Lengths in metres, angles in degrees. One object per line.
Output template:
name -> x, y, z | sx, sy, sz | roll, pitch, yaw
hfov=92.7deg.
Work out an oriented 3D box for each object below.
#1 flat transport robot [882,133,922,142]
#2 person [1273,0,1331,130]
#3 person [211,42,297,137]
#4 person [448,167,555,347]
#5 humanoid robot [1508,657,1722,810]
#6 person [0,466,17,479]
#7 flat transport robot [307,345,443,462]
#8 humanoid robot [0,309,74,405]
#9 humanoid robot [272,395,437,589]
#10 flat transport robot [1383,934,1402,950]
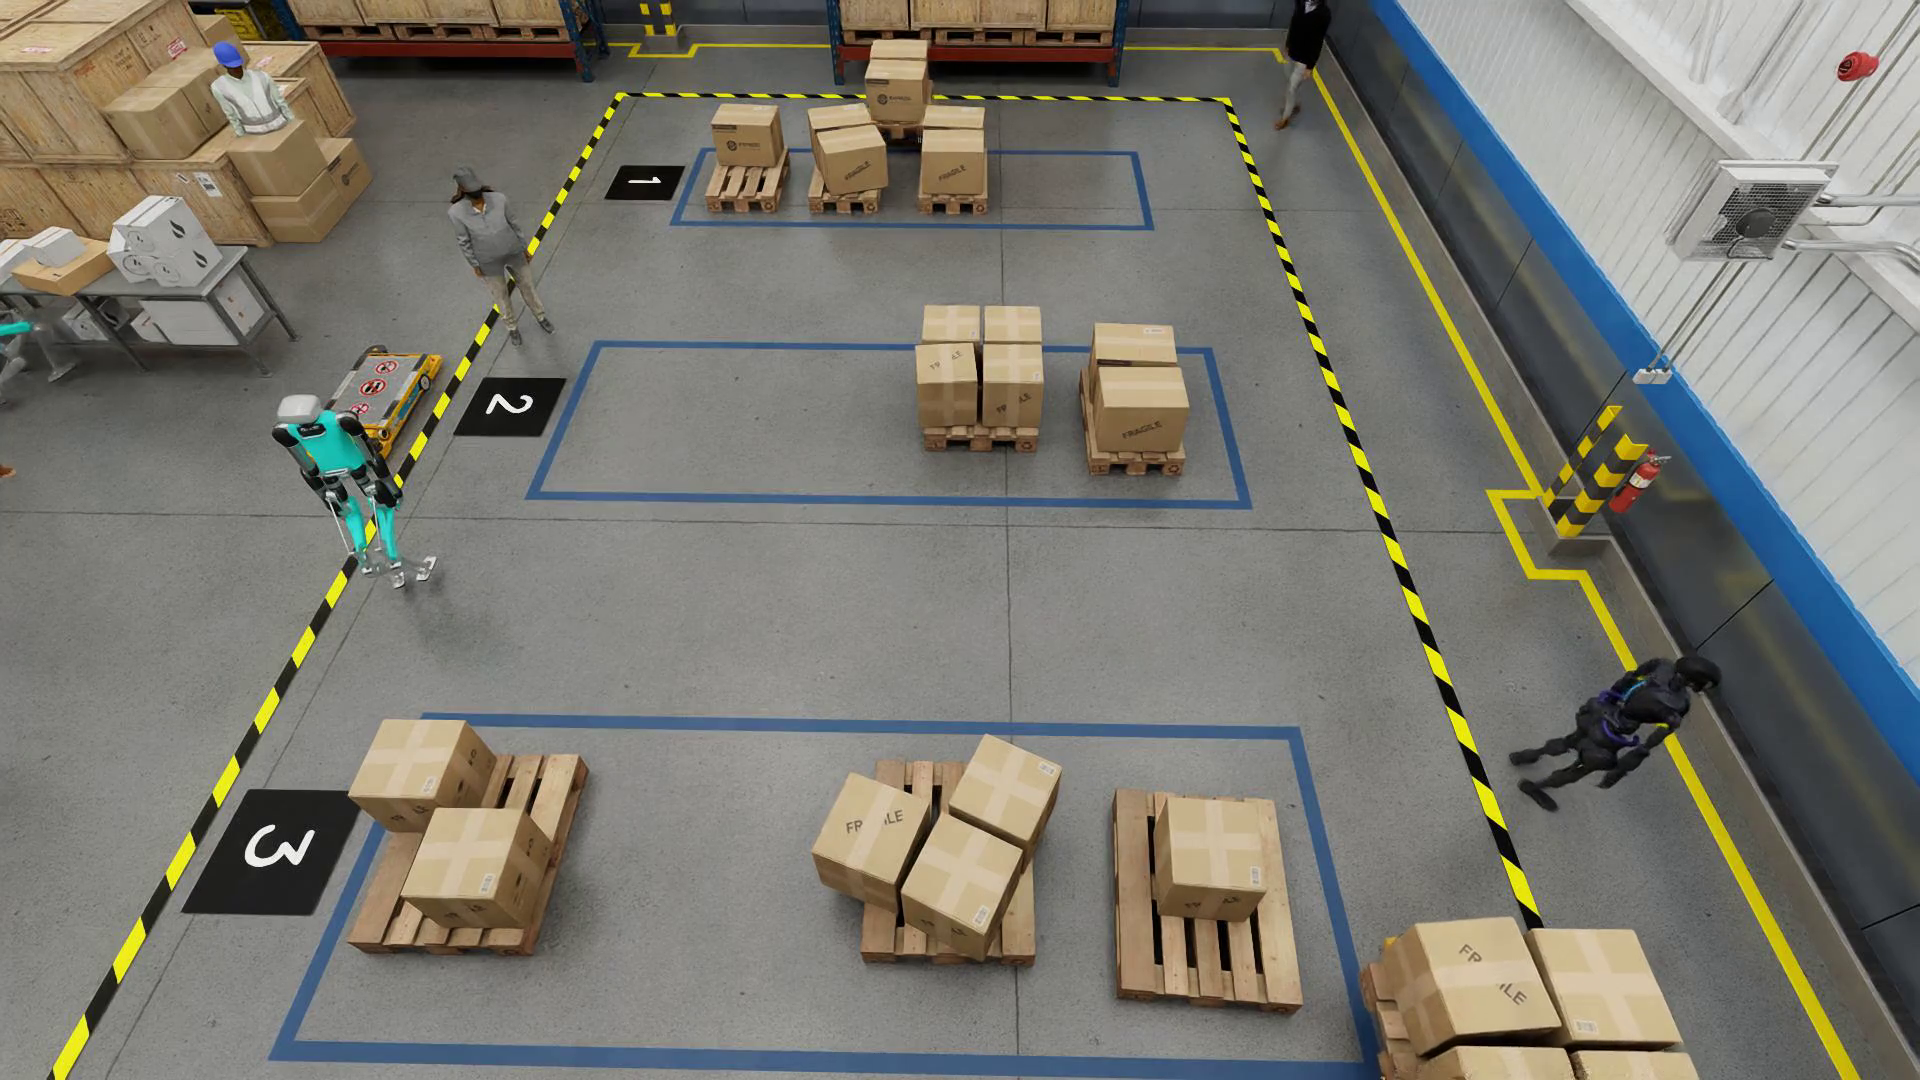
flat transport robot -> -0.721, -5.409, 11.925 | 1.431, 0.197, 0.652 | 1, 50, 1
person -> 4.333, -6.111, 11.511 | 0.659, 1.840, 0.652 | -19, 52, -15
person -> -7.521, -4.422, 10.017 | 0.602, 1.939, 0.412 | -35, 58, -26
person -> -4.346, -2.677, 8.648 | 0.574, 1.768, 0.400 | -30, 56, -23
humanoid robot -> 3.858, 1.122, 5.492 | 0.403, 1.640, 0.606 | 13, 51, 11
person -> -8.608, -1.129, 7.275 | 0.629, 1.874, 0.594 | 6, 50, 5
flat transport robot -> -5.383, -1.269, 8.441 | 0.659, 0.231, 1.431 | 1, 50, 1
humanoid robot -> -8.699, -1.979, 8.098 | 0.543, 1.745, 1.035 | 31, 56, 23
humanoid robot -> -4.282, -0.203, 6.490 | 0.533, 1.675, 0.735 | -11, 51, -9
flat transport robot -> 2.821, 2.877, 4.914 | 0.652, 0.197, 1.431 | 1, 50, 1
